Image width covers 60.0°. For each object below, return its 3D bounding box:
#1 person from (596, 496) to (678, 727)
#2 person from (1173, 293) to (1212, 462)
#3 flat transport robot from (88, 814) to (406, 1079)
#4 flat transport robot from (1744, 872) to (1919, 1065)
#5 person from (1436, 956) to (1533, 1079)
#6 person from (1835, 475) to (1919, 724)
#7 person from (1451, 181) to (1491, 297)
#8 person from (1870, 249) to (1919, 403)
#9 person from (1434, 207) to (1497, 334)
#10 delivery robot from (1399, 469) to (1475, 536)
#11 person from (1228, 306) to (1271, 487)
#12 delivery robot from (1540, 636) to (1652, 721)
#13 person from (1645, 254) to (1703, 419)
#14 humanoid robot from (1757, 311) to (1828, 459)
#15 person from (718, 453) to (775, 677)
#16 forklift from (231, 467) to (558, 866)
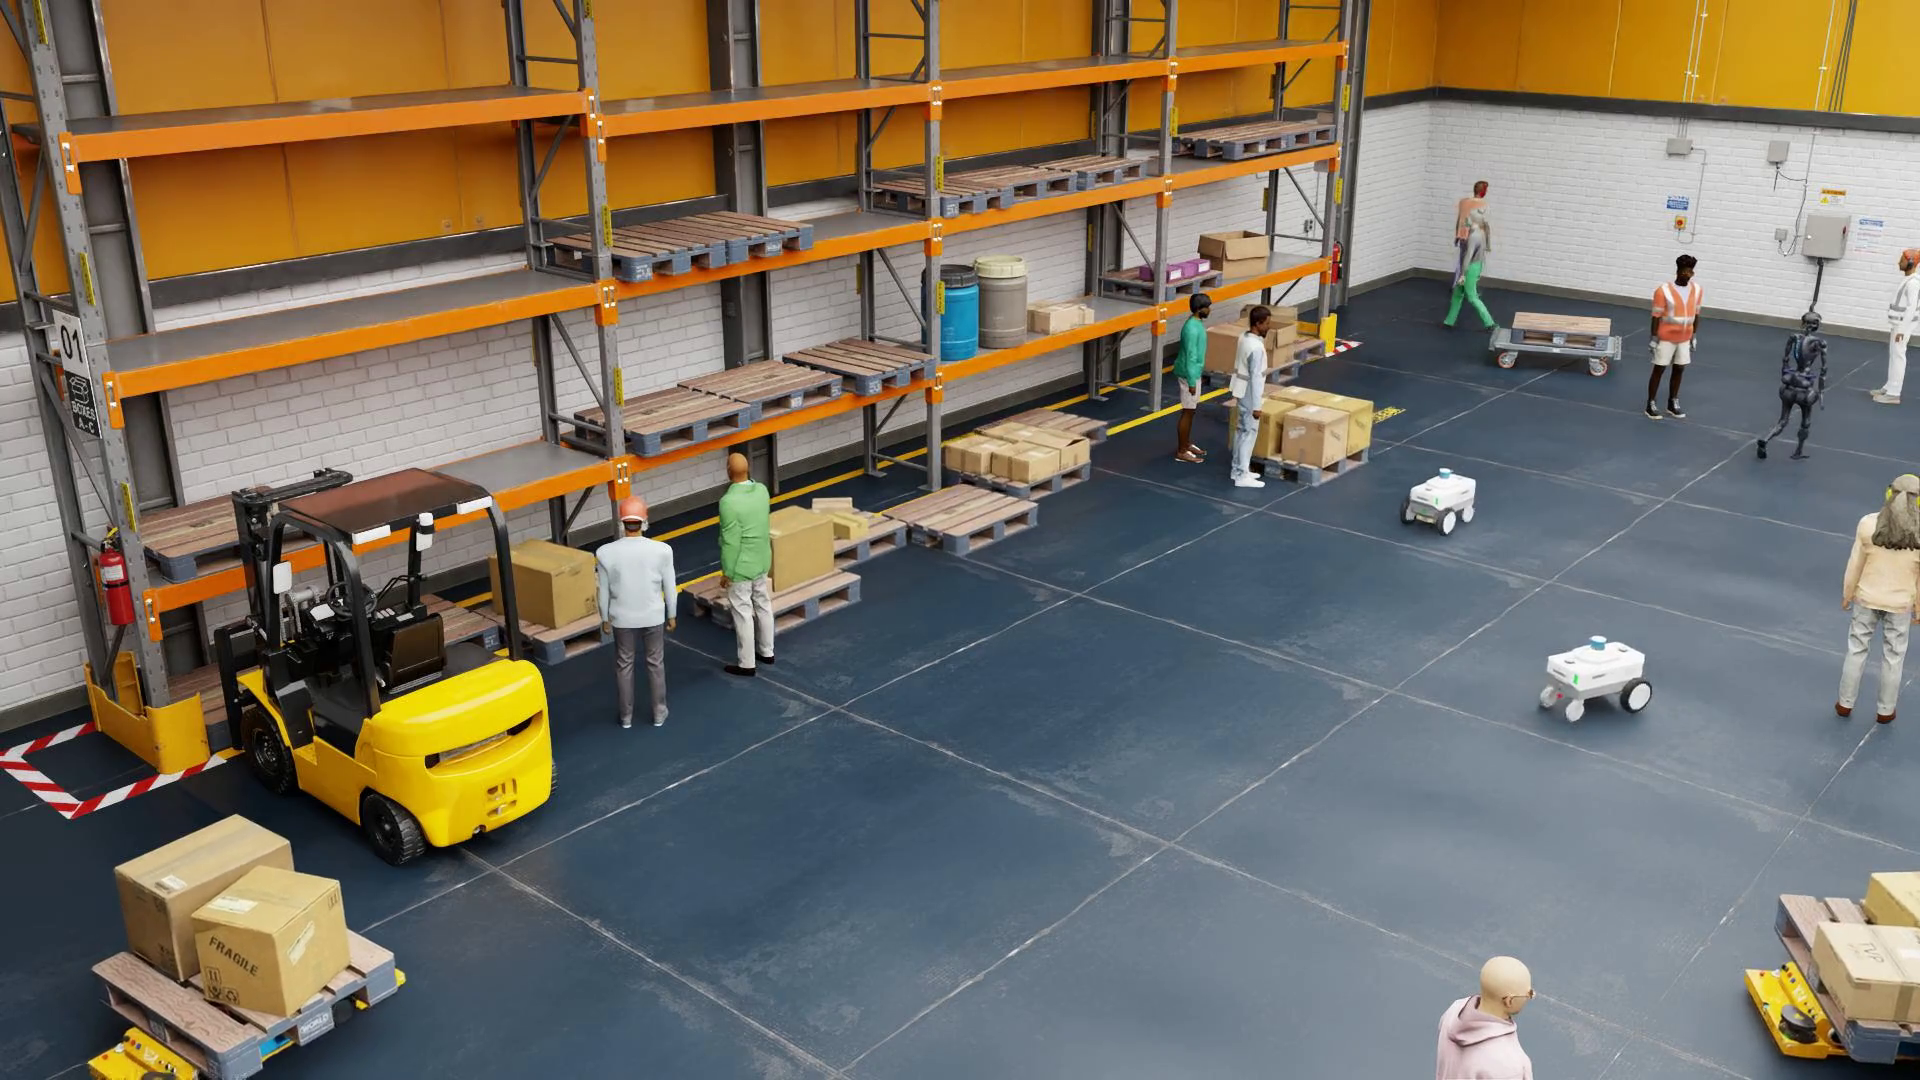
[{"bbox_3d":[-2.322,0.523,12.012,0.572,1.739,0.351,-4,21,-10],"label":"person"},{"bbox_3d":[2.513,-1.771,18.081,0.404,1.843,0.496,5,21,13],"label":"person"},{"bbox_3d":[-3.738,2.501,8.775,0.659,0.231,1.431,14,24,33],"label":"flat transport robot"},{"bbox_3d":[4.995,2.499,8.779,1.431,0.231,0.659,2,20,7],"label":"flat transport robot"},{"bbox_3d":[2.065,2.462,6.696,0.404,1.781,0.525,-4,21,-10],"label":"person"},{"bbox_3d":[6.699,0.434,12.061,0.552,1.876,0.395,12,24,30],"label":"person"},{"bbox_3d":[8.020,-4.703,26.033,0.481,1.832,0.617,-14,25,-34],"label":"person"},{"bbox_3d":[11.477,-2.611,20.294,0.337,1.882,0.582,9,22,22],"label":"person"},{"bbox_3d":[7.338,-3.867,23.813,0.885,1.804,0.523,11,23,28],"label":"person"},{"bbox_3d":[4.683,-0.382,16.198,0.809,0.611,0.499,-17,26,-39],"label":"delivery robot"},{"bbox_3d":[2.995,-1.485,17.214,0.400,1.909,0.598,-2,20,-4],"label":"person"},{"bbox_3d":[4.742,1.012,12.412,0.810,0.606,0.499,-9,22,-23],"label":"delivery robot"},{"bbox_3d":[8.417,-2.399,19.612,0.601,1.960,0.364,-4,21,-11],"label":"person"},{"bbox_3d":[9.080,-1.665,18.048,0.643,1.634,0.588,-9,22,-23],"label":"humanoid robot"},{"bbox_3d":[-1.662,0.185,12.864,0.384,1.781,0.551,12,23,30],"label":"person"},{"bbox_3d":[-3.730,0.710,10.856,2.313,2.155,1.214,17,26,38],"label":"forklift"}]
